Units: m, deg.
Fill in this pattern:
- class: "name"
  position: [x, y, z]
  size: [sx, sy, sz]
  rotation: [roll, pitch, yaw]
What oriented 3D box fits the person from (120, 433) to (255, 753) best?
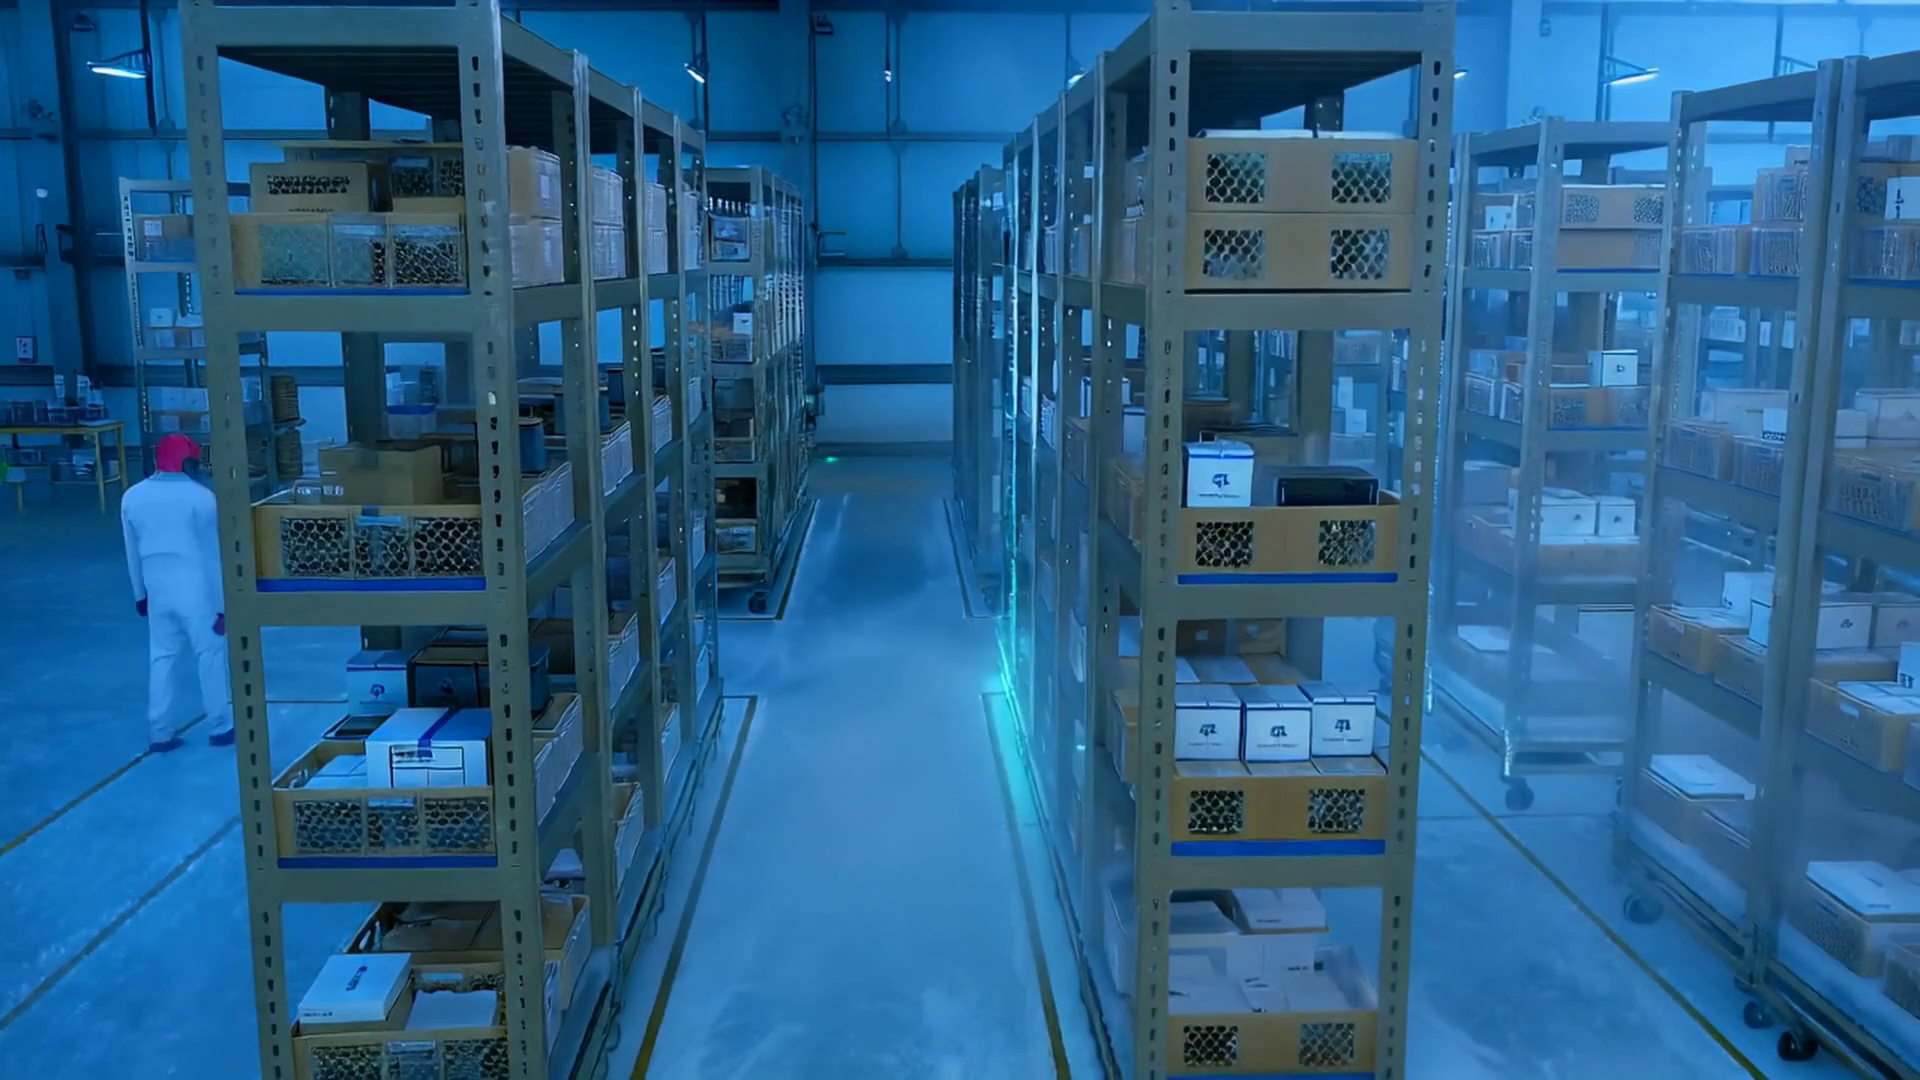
- class: "person"
  position: [-4.588, 0.320, 9.838]
  size: [0.673, 1.909, 0.560]
  rotation: [2, 10, 9]
